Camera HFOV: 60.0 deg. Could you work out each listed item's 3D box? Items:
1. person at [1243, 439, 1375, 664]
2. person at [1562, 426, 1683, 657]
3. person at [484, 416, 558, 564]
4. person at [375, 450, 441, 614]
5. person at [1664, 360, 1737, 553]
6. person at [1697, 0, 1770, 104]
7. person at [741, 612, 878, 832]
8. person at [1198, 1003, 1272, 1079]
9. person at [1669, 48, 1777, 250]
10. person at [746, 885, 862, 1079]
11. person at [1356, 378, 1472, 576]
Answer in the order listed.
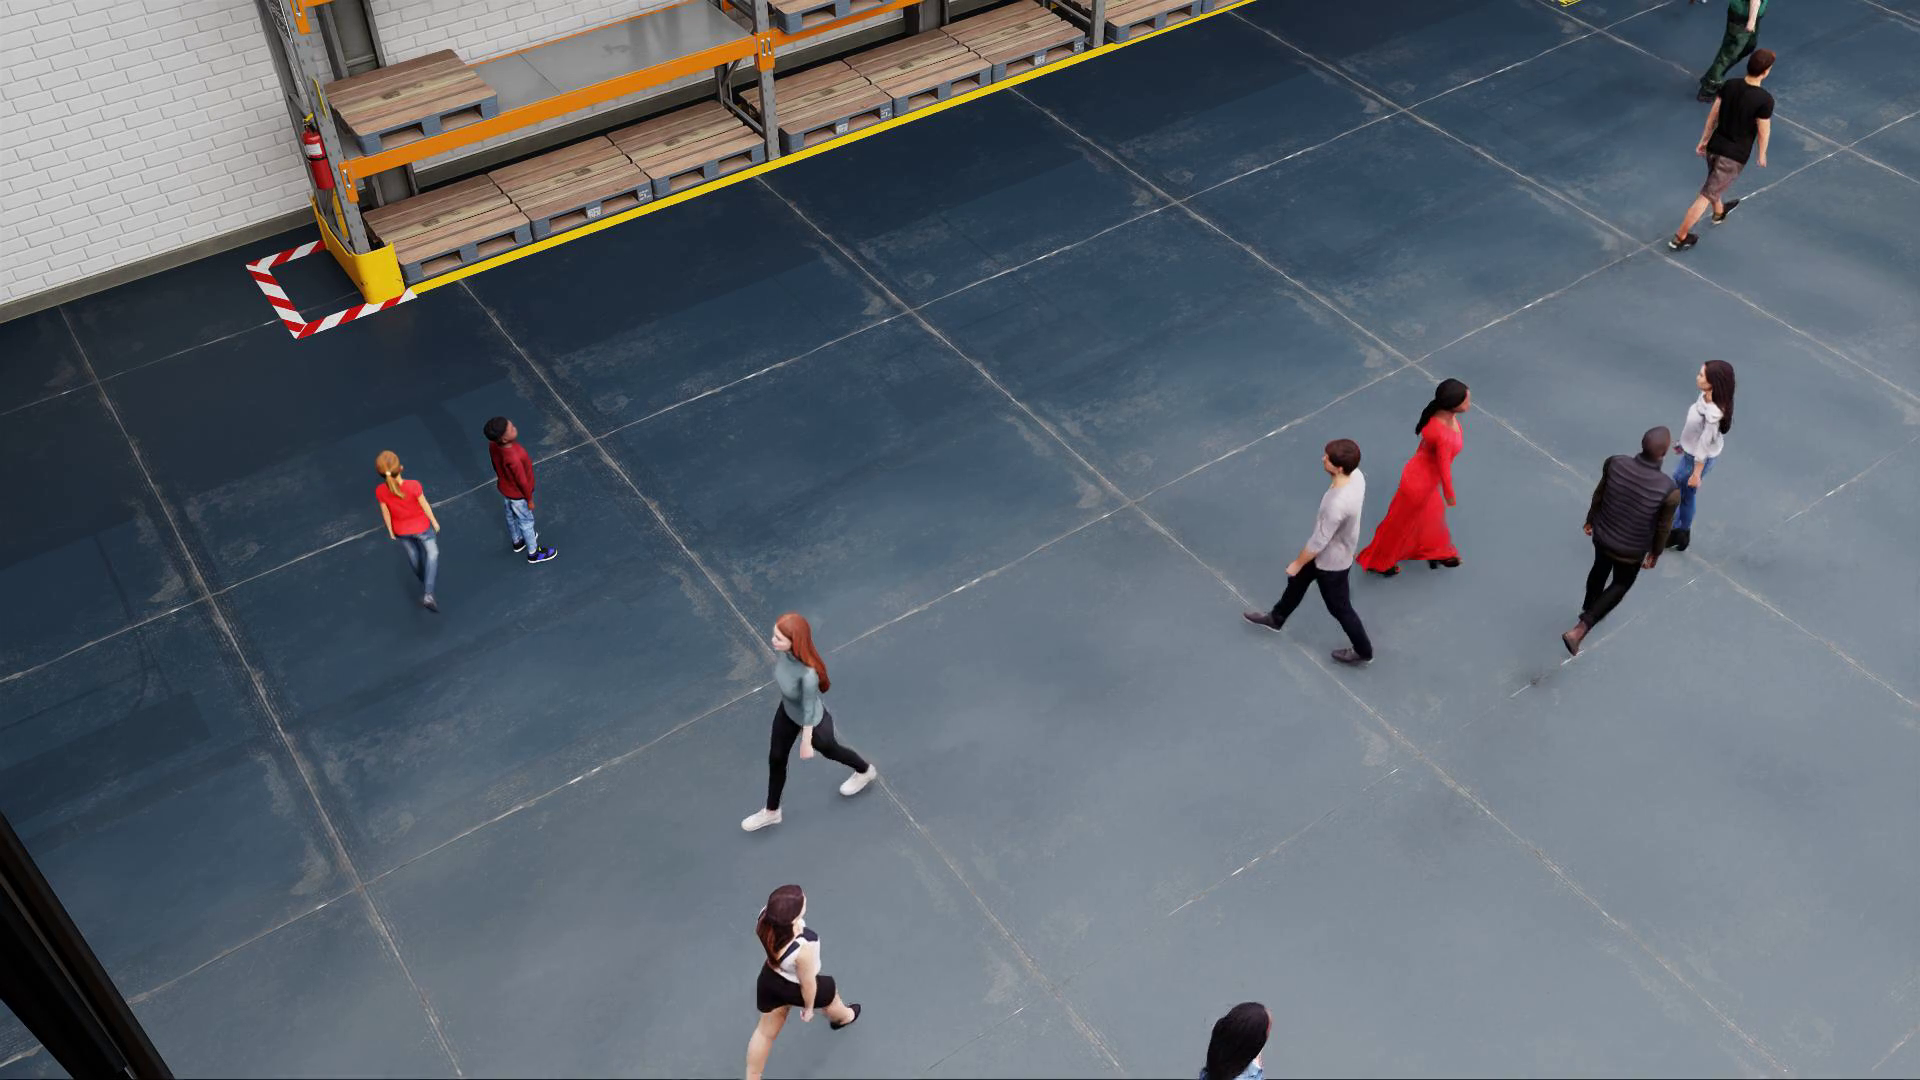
[{"bbox_3d":[2.500,0.134,10.799,1.174,1.796,1.170,11,45,12],"label":"person"},{"bbox_3d":[4.279,0.032,10.887,0.994,1.822,0.761,-31,52,-28],"label":"person"},{"bbox_3d":[-3.141,-0.372,11.722,0.515,1.256,0.530,-33,53,-30],"label":"person"},{"bbox_3d":[-3.743,-0.044,11.347,0.769,1.298,0.759,-3,44,-4],"label":"person"},{"bbox_3d":[5.244,-0.541,11.644,0.799,1.608,0.684,18,46,18],"label":"person"},{"bbox_3d":[7.610,-5.182,16.314,0.892,1.886,0.819,10,45,11],"label":"person"},{"bbox_3d":[-0.845,1.059,9.897,1.166,1.700,0.693,-20,47,-19],"label":"person"},{"bbox_3d":[1.241,2.762,8.109,0.910,1.701,0.861,7,44,7],"label":"person"},{"bbox_3d":[6.587,-3.344,14.433,1.168,1.820,0.737,-20,47,-20],"label":"person"},{"bbox_3d":[-0.938,2.358,8.606,0.770,1.601,1.134,29,51,27],"label":"person"},{"bbox_3d":[3.065,-0.392,11.377,1.063,1.760,1.010,8,44,8],"label":"person"}]
